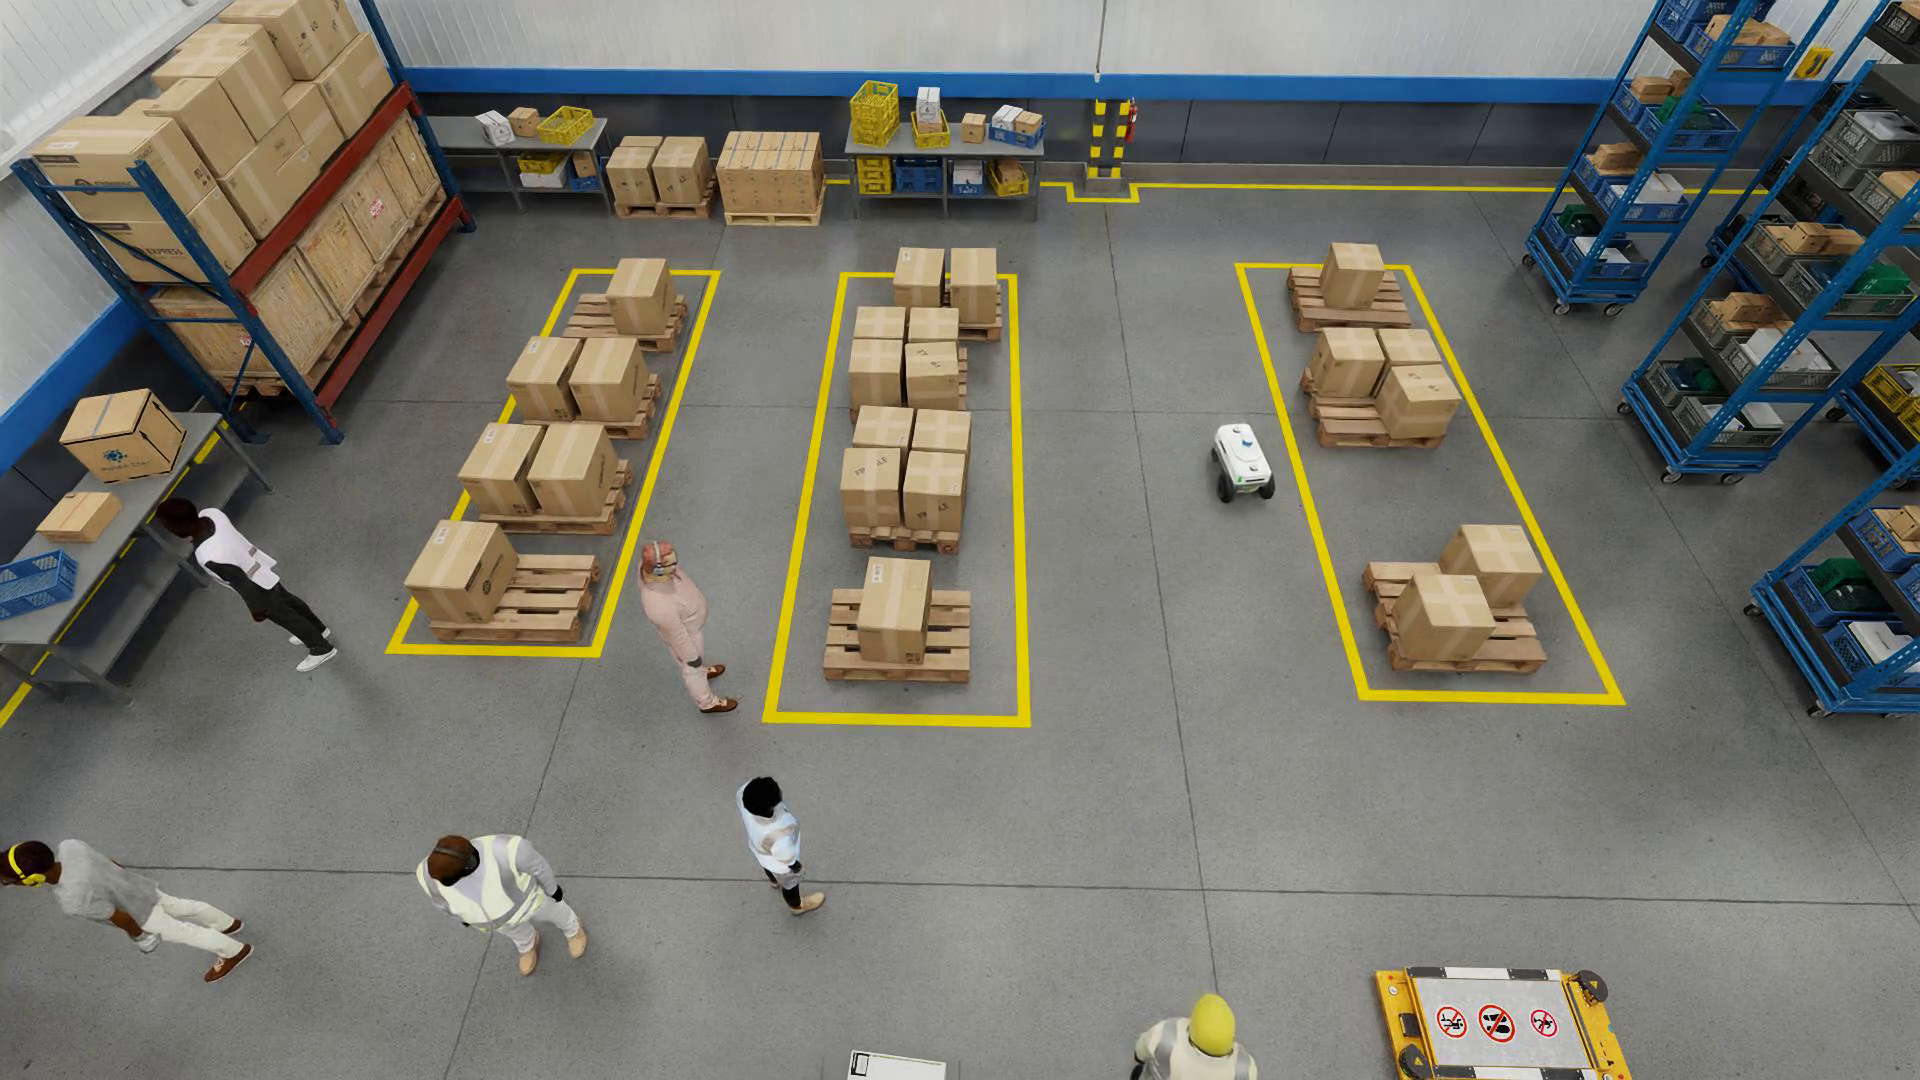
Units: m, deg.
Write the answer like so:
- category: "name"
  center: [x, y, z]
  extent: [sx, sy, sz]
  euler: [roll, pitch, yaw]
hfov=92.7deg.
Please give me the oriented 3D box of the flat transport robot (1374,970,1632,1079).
- category: "flat transport robot"
  center: [3.501, 3.133, 5.914]
  extent: [1.431, 0.197, 0.652]
  euler: [1, 51, 1]

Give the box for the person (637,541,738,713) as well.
- category: "person"
  center: [-2.064, 0.655, 6.890]
  extent: [0.409, 1.904, 0.640]
  euler: [-18, 53, -14]

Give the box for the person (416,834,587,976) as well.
- category: "person"
  center: [-2.792, 2.230, 5.645]
  extent: [0.632, 1.839, 0.429]
  euler: [-14, 52, -11]

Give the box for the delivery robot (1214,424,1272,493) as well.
- category: "delivery robot"
  center: [2.741, -0.812, 8.890]
  extent: [0.477, 0.478, 0.707]
  euler: [-6, 51, -4]

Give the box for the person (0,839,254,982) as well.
- category: "person"
  center: [-5.052, 2.261, 5.600]
  extent: [0.335, 1.873, 0.519]
  euler: [-30, 57, -22]

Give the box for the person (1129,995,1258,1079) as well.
- category: "person"
  center: [1.258, 2.922, 5.098]
  extent: [0.590, 1.821, 0.403]
  euler: [18, 53, 14]

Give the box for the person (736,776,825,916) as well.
- category: "person"
  center: [-1.179, 1.974, 5.944]
  extent: [0.318, 1.695, 0.540]
  euler: [-32, 58, -23]

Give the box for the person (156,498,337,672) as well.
- category: "person"
  center: [-5.505, 0.332, 7.142]
  extent: [0.392, 1.920, 0.593]
  euler: [-27, 56, -20]
